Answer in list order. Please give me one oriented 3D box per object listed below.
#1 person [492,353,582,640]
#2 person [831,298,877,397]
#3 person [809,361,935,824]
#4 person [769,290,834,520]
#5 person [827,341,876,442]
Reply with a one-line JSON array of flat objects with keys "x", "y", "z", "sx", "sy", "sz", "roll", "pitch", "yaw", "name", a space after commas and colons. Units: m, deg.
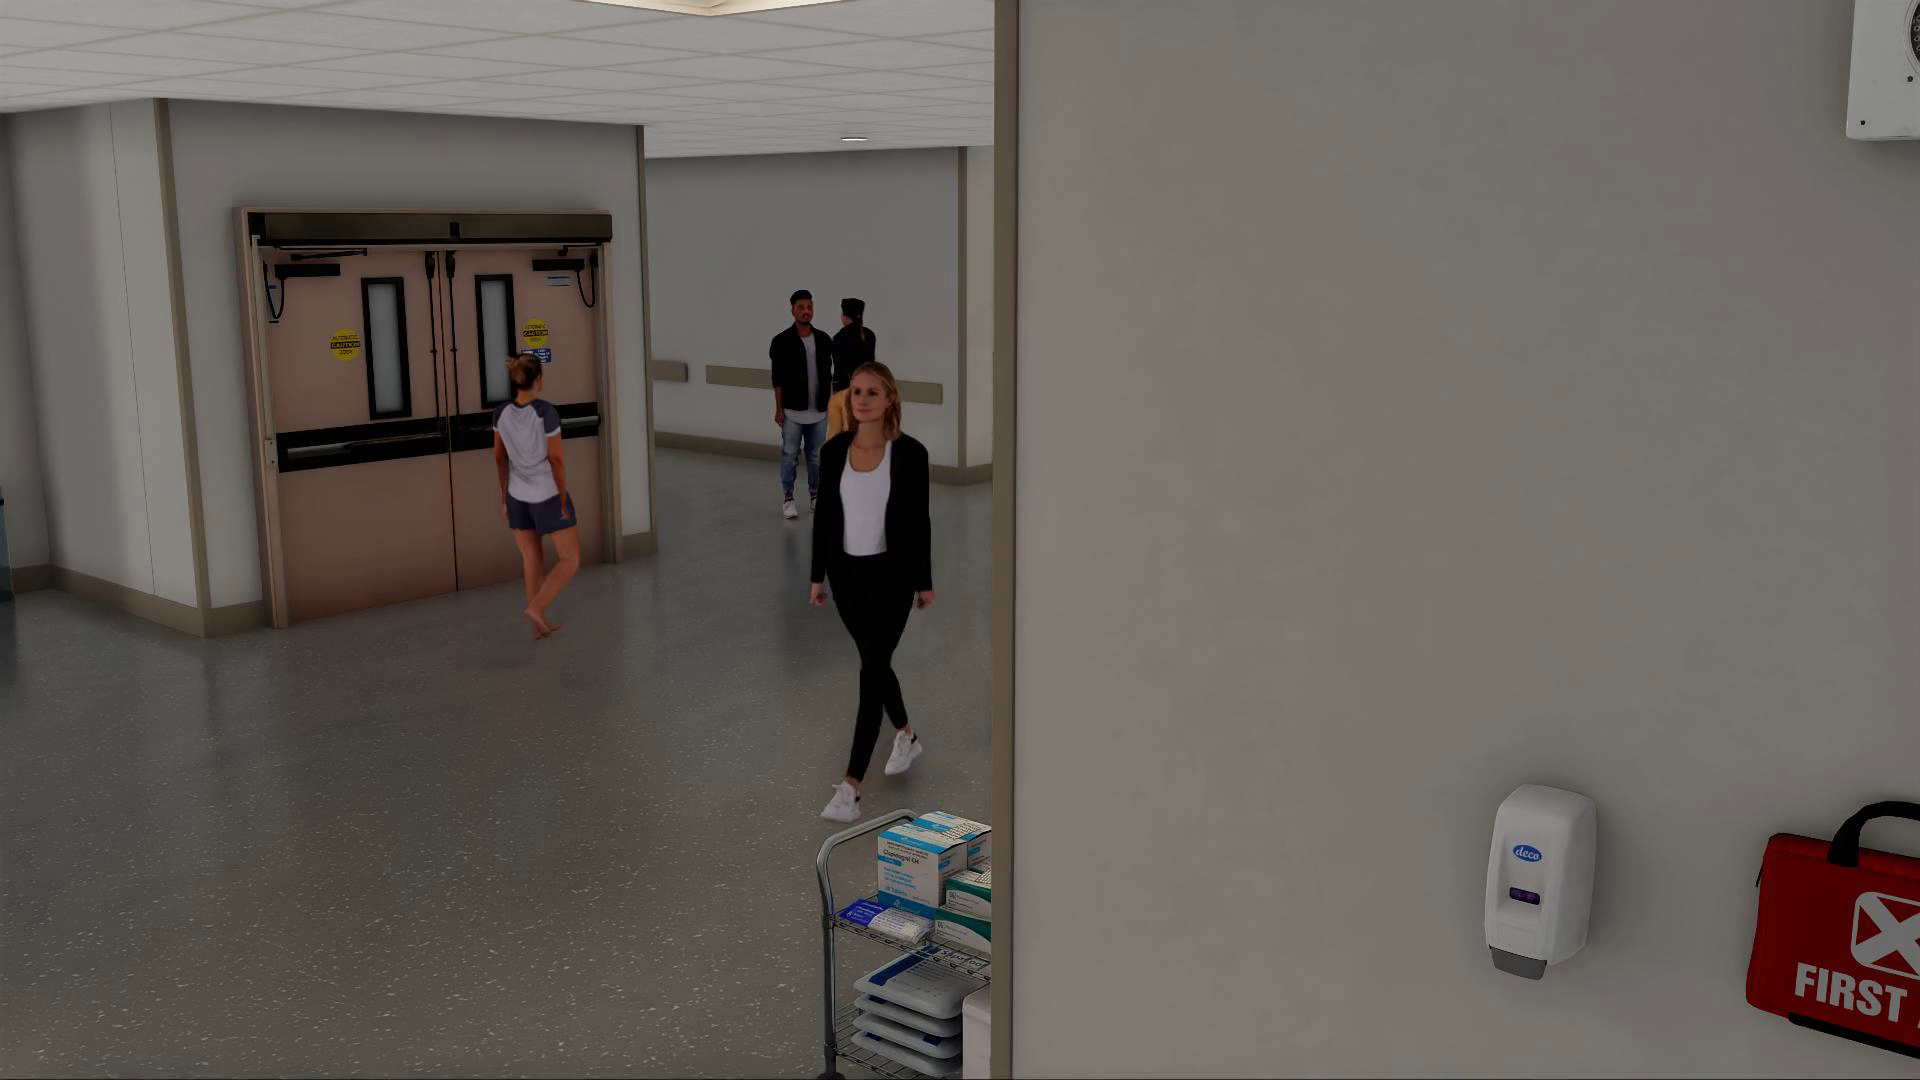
[{"x": -2.368, "y": -0.210, "z": 9.199, "sx": 0.727, "sy": 1.612, "sz": 0.824, "roll": 3, "pitch": 11, "yaw": 17, "name": "person"}, {"x": -0.942, "y": -1.326, "z": 14.917, "sx": 0.754, "sy": 1.671, "sz": 0.565, "roll": 8, "pitch": 13, "yaw": 36, "name": "person"}, {"x": -0.316, "y": 0.201, "z": 6.666, "sx": 0.901, "sy": 1.747, "sz": 1.279, "roll": 4, "pitch": 11, "yaw": 20, "name": "person"}, {"x": -1.263, "y": -1.102, "z": 13.358, "sx": 0.678, "sy": 1.813, "sz": 0.833, "roll": -6, "pitch": 12, "yaw": -28, "name": "person"}, {"x": -0.532, "y": -0.317, "z": 9.750, "sx": 1.170, "sy": 1.616, "sz": 1.071, "roll": -4, "pitch": 11, "yaw": -19, "name": "person"}]
